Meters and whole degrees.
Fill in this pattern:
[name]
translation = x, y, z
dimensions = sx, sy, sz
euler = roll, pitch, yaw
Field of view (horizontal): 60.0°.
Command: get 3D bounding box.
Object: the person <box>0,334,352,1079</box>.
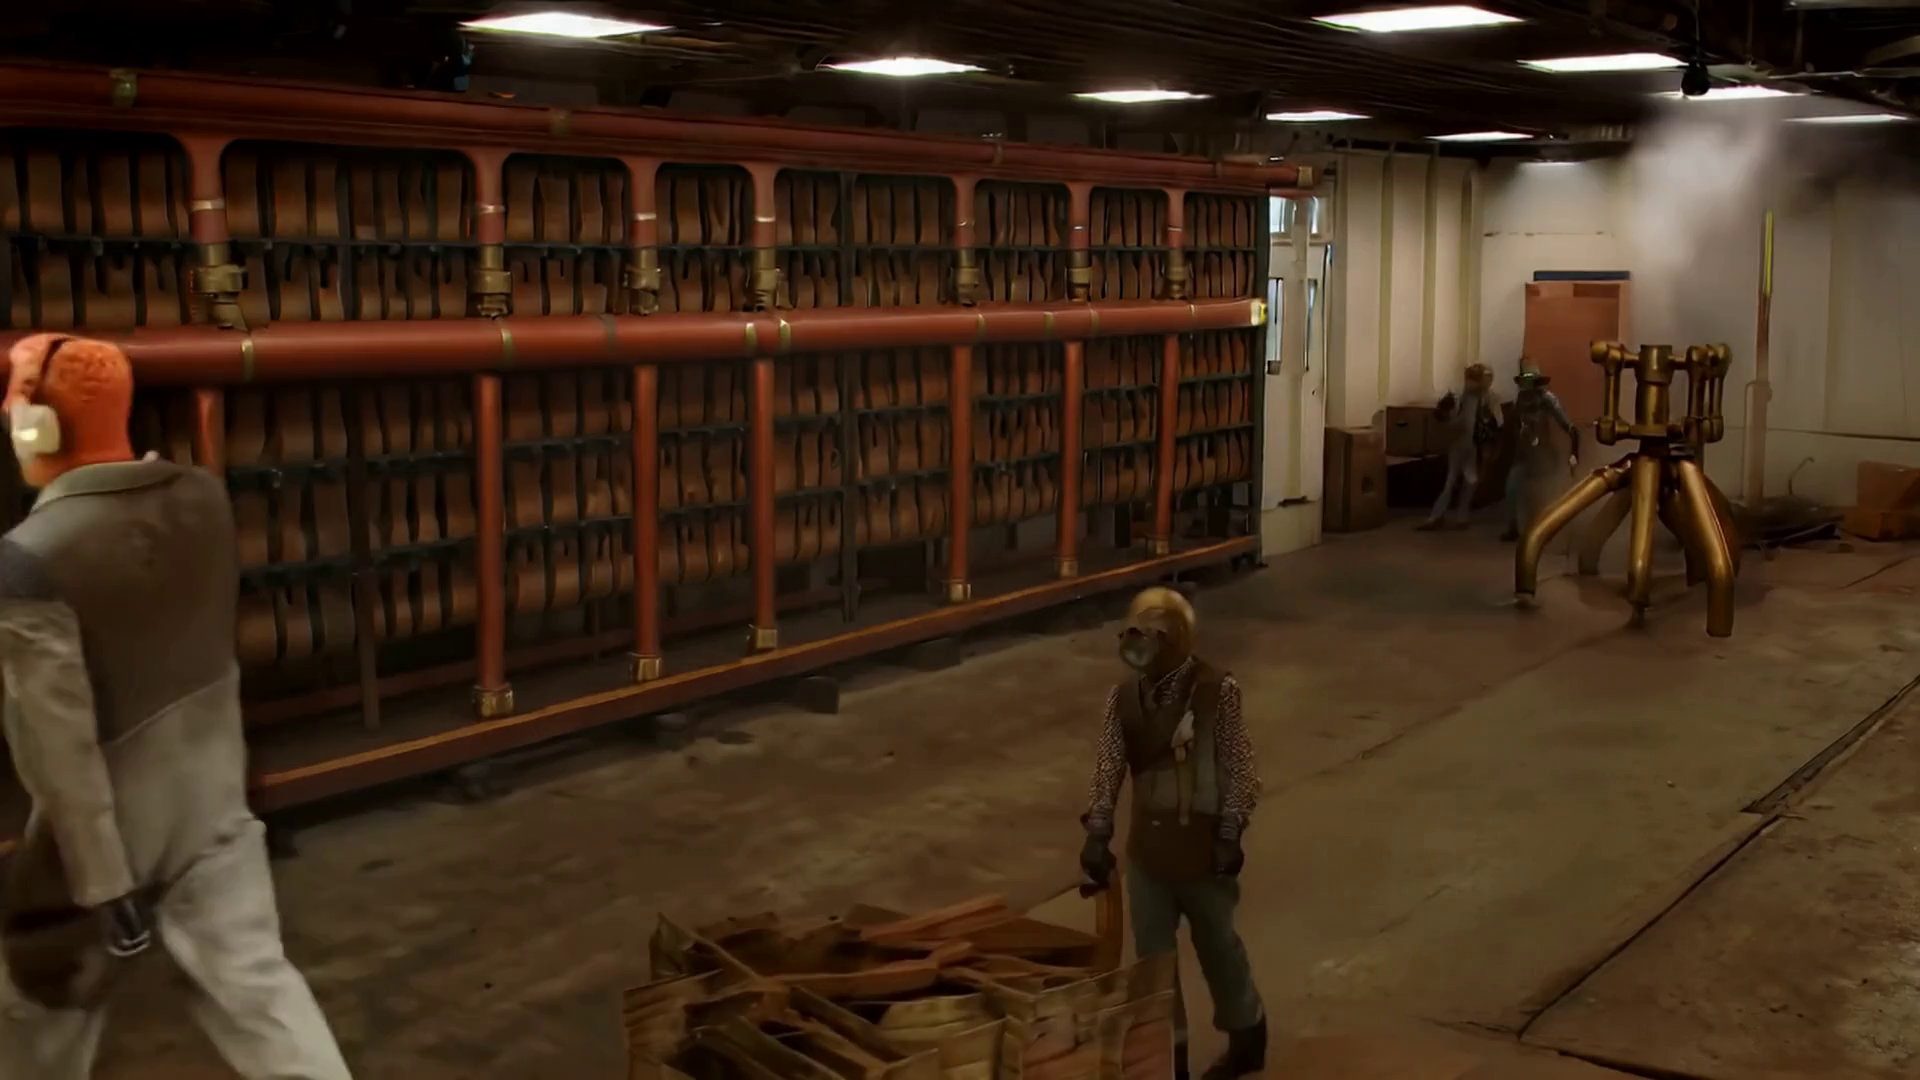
[person]
translation = -1.593, 0.533, 3.264
dimensions = 0.979, 1.870, 0.645
euler = 3, 10, 16
